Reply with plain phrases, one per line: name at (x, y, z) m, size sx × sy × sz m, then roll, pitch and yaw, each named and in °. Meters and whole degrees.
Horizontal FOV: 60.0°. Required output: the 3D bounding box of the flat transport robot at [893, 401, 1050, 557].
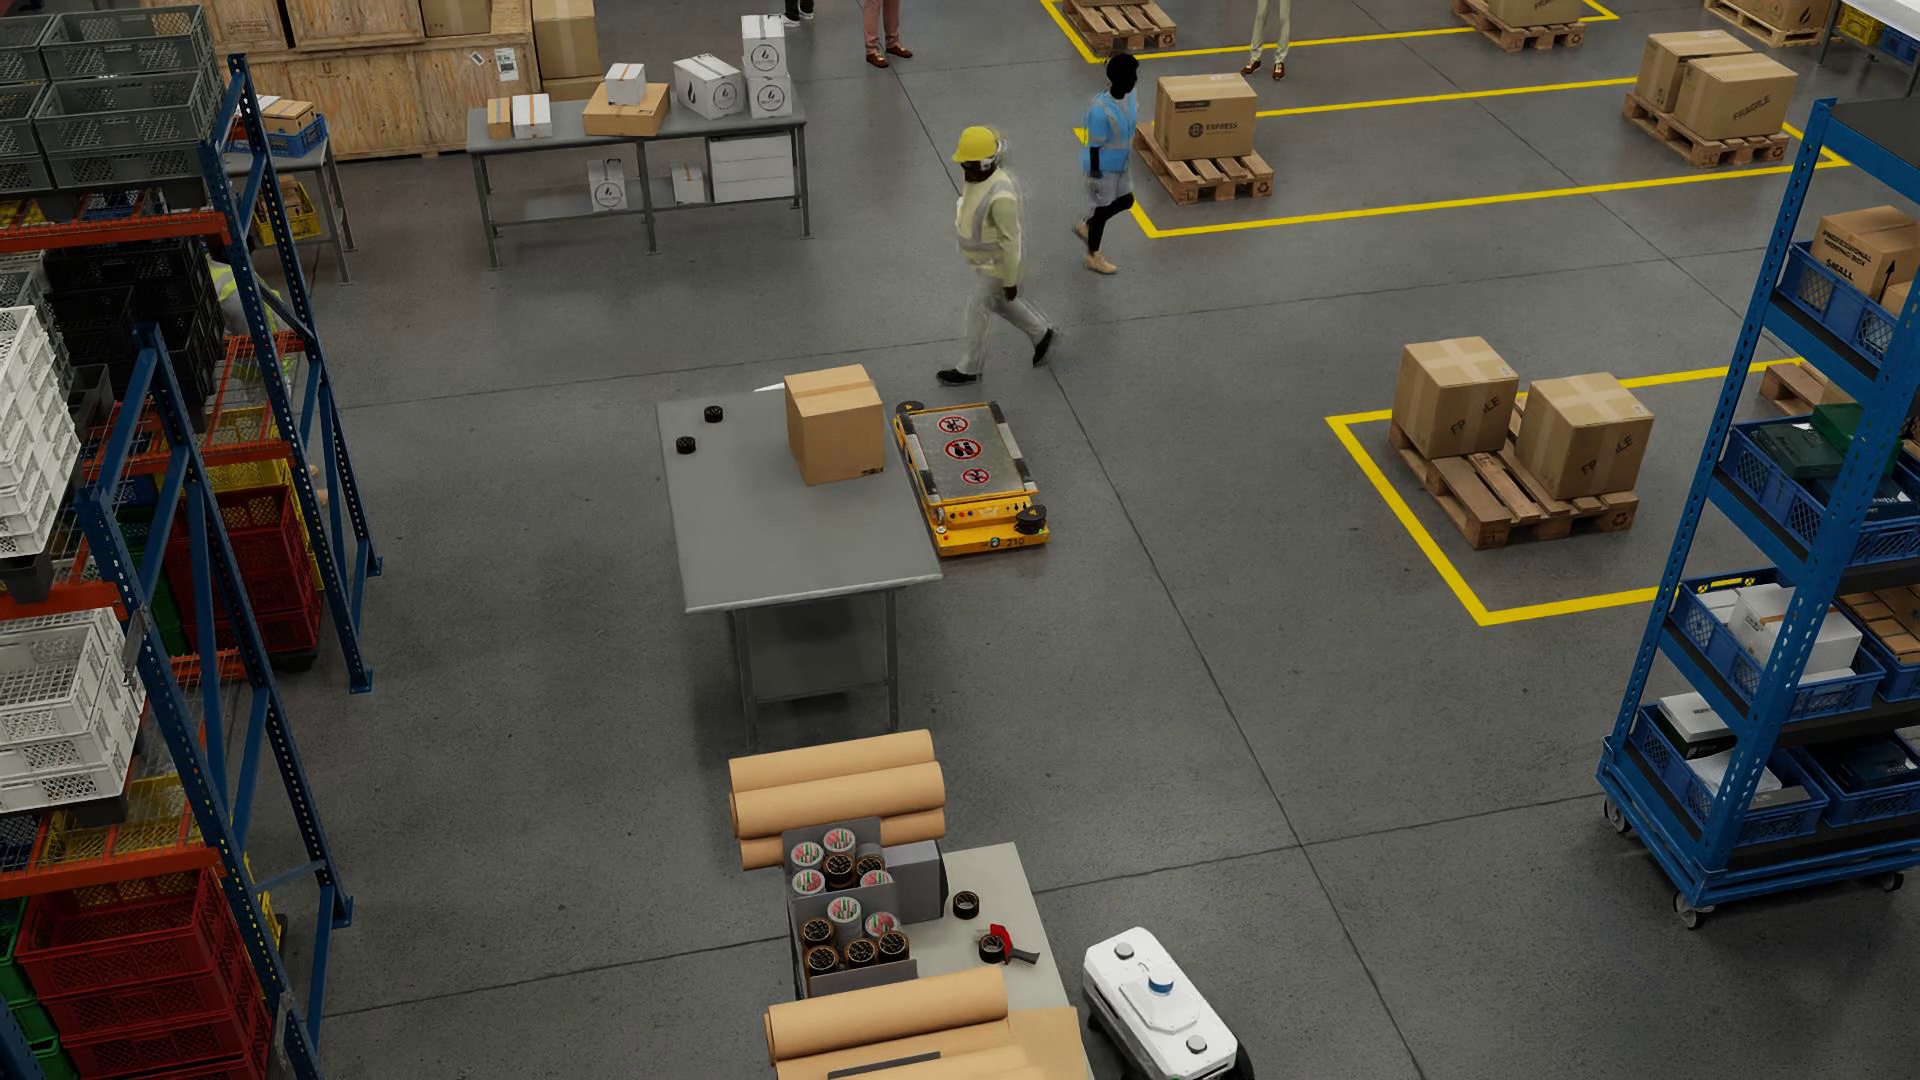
flat transport robot at (0.046, -0.430, 10.108) m, size 0.652 × 0.197 × 1.431 m, roll -8°, pitch 37°, yaw -10°

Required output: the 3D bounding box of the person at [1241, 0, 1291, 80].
person at (2.880, -5.137, 15.103) m, size 0.530 × 1.874 × 0.323 m, roll 14°, pitch 39°, yaw 19°

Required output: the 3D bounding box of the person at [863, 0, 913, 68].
person at (-0.695, -5.364, 15.390) m, size 0.402 × 1.899 × 0.630 m, roll 28°, pitch 45°, yaw 33°

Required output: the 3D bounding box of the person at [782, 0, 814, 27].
person at (-1.663, -6.003, 16.229) m, size 0.373 × 1.917 × 0.595 m, roll 22°, pitch 42°, yaw 27°

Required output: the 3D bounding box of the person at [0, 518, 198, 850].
person at (-3.717, 0.716, 7.198) m, size 0.643 × 1.926 × 0.430 m, roll -9°, pitch 38°, yaw -11°

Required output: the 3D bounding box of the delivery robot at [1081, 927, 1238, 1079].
delivery robot at (0.791, 1.897, 6.670) m, size 0.477 × 0.478 × 0.707 m, roll -18°, pitch 40°, yaw -22°

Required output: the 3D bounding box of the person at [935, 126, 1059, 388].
person at (0.272, -1.840, 10.750) m, size 0.835 × 1.797 × 0.624 m, roll -9°, pitch 38°, yaw -12°

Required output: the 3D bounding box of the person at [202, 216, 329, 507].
person at (-4.025, -1.026, 9.603) m, size 0.429 × 1.845 × 0.621 m, roll -22°, pitch 42°, yaw -27°

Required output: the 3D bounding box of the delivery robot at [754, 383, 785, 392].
delivery robot at (-1.004, -0.699, 10.158) m, size 0.477 × 0.478 × 0.707 m, roll -16°, pitch 40°, yaw -21°

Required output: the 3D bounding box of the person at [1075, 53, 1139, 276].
person at (1.065, -2.725, 12.019) m, size 0.415 × 1.674 × 0.580 m, roll 21°, pitch 42°, yaw 26°
